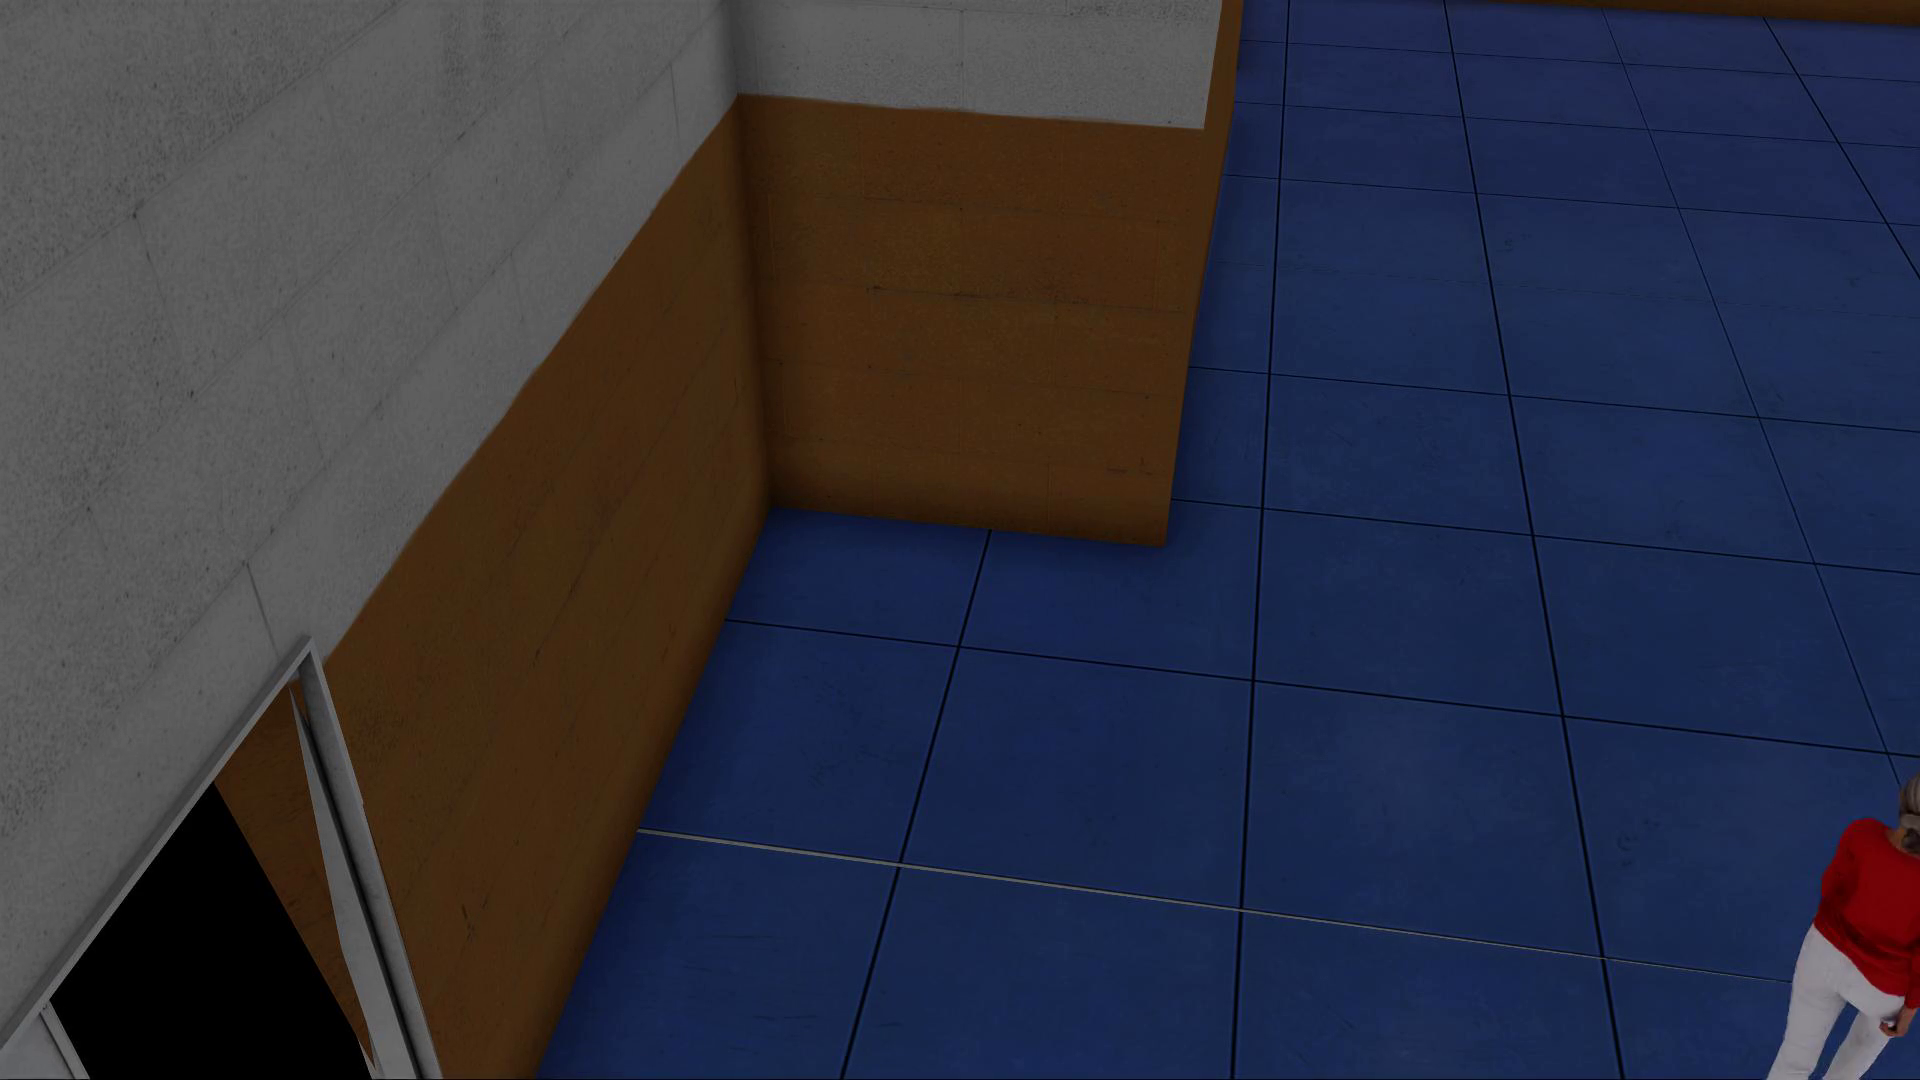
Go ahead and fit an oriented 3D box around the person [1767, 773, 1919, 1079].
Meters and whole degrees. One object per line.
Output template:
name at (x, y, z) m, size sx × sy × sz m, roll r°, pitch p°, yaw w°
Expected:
person at (2.670, 1.370, 5.031) m, size 0.880 × 1.674 × 0.848 m, roll -29°, pitch 46°, yaw -33°
